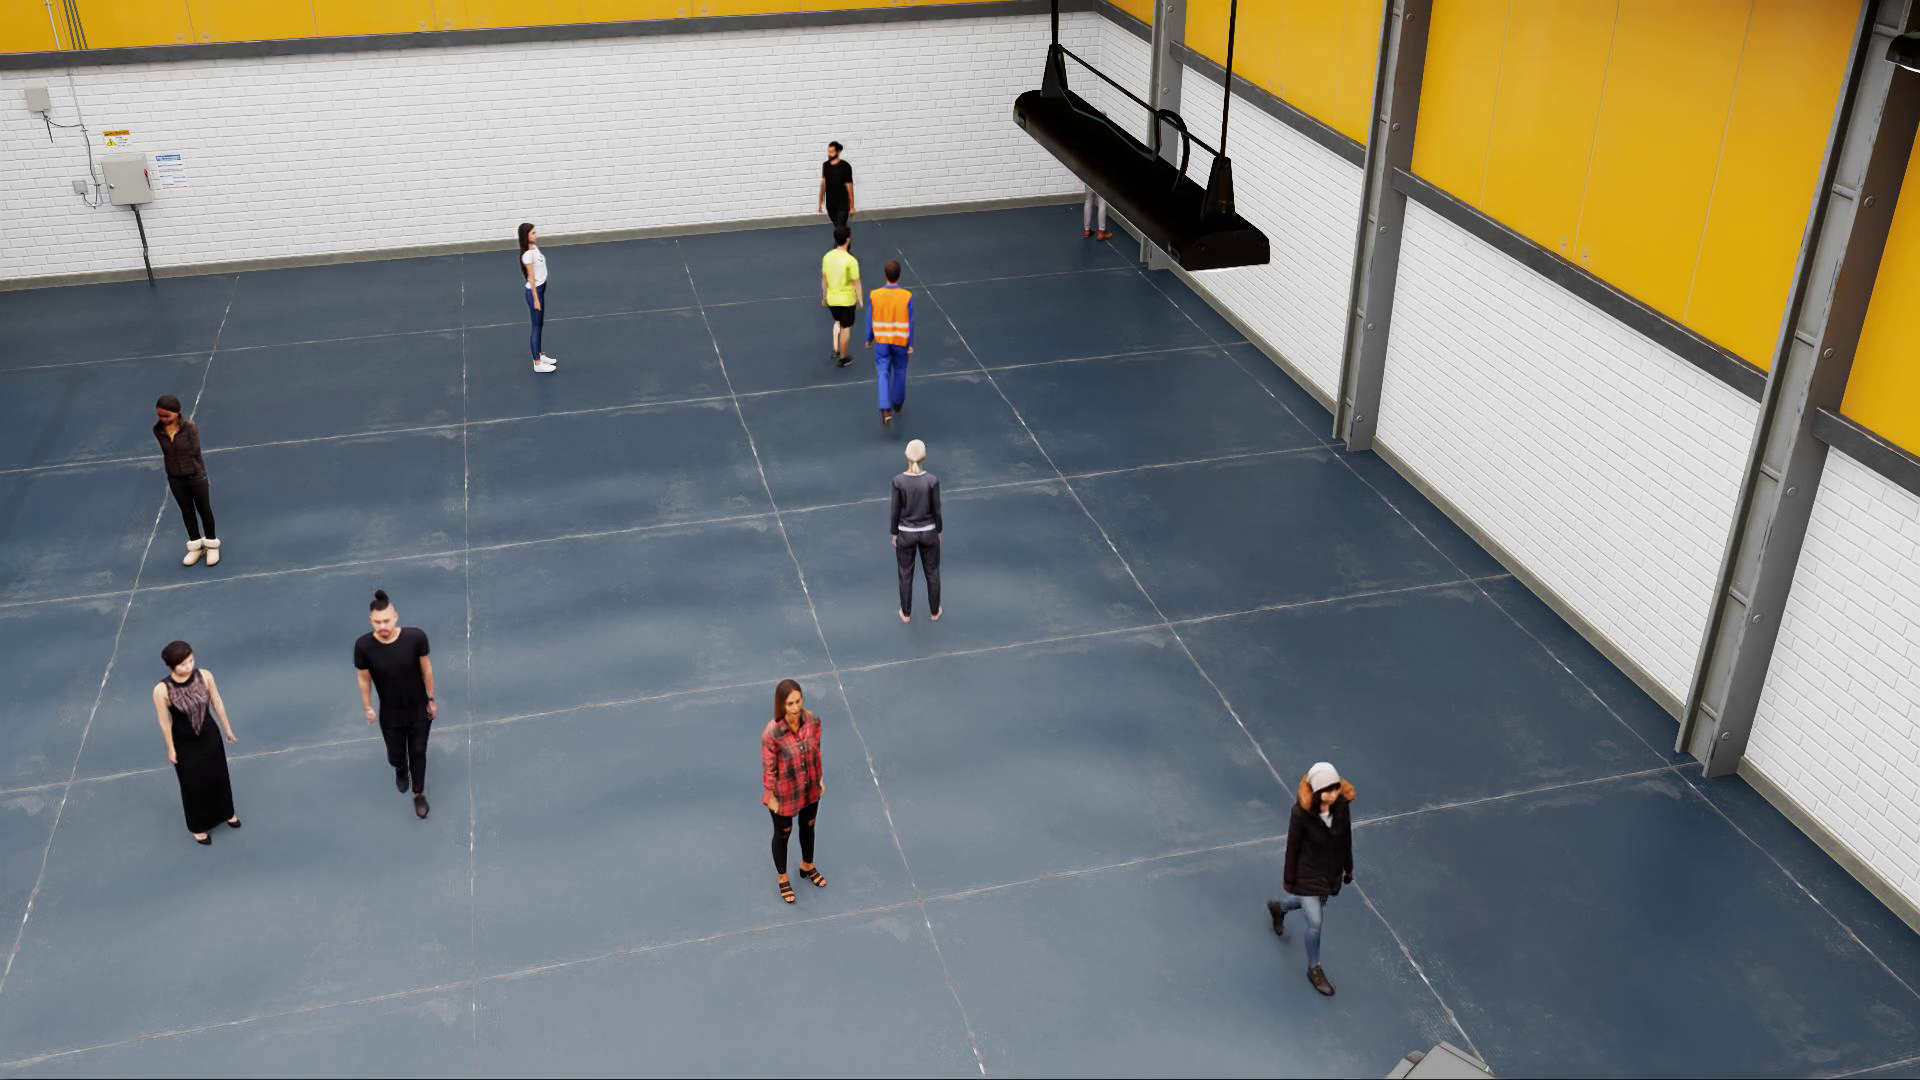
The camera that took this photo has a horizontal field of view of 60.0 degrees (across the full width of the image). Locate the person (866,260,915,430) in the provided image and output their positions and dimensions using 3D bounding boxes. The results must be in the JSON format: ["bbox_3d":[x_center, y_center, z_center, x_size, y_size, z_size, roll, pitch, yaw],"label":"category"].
[{"bbox_3d":[-0.753,-2.090,18.017,0.925,1.836,1.256,0,29,1],"label":"person"}]

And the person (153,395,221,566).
[{"bbox_3d":[-7.187,-0.599,15.467,0.669,1.661,0.608,-7,29,-13],"label":"person"}]

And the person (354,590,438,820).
[{"bbox_3d":[-4.054,1.136,12.083,0.710,1.855,0.787,-9,30,-16],"label":"person"}]

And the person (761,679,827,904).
[{"bbox_3d":[-1.125,1.672,11.258,0.685,1.704,0.676,-20,35,-32],"label":"person"}]

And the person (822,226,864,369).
[{"bbox_3d":[-1.428,-2.821,19.501,0.762,1.699,0.821,15,32,25],"label":"person"}]

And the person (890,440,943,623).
[{"bbox_3d":[-0.372,-0.080,14.448,0.652,1.725,0.602,-1,29,-1],"label":"person"}]

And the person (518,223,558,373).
[{"bbox_3d":[-4.980,-2.852,19.480,0.681,1.774,0.498,-3,29,-6],"label":"person"}]

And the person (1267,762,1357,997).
[{"bbox_3d":[2.237,2.065,10.638,0.750,1.608,1.067,-13,31,-23],"label":"person"}]

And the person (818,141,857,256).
[{"bbox_3d":[-1.605,-4.589,22.711,1.041,1.729,1.078,18,33,29],"label":"person"}]

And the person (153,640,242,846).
[{"bbox_3d":[-5.458,1.402,11.866,0.686,1.596,0.672,24,36,36],"label":"person"}]

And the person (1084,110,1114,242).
[{"bbox_3d":[1.959,-5.209,23.739,0.742,1.832,0.826,18,33,30],"label":"person"}]
